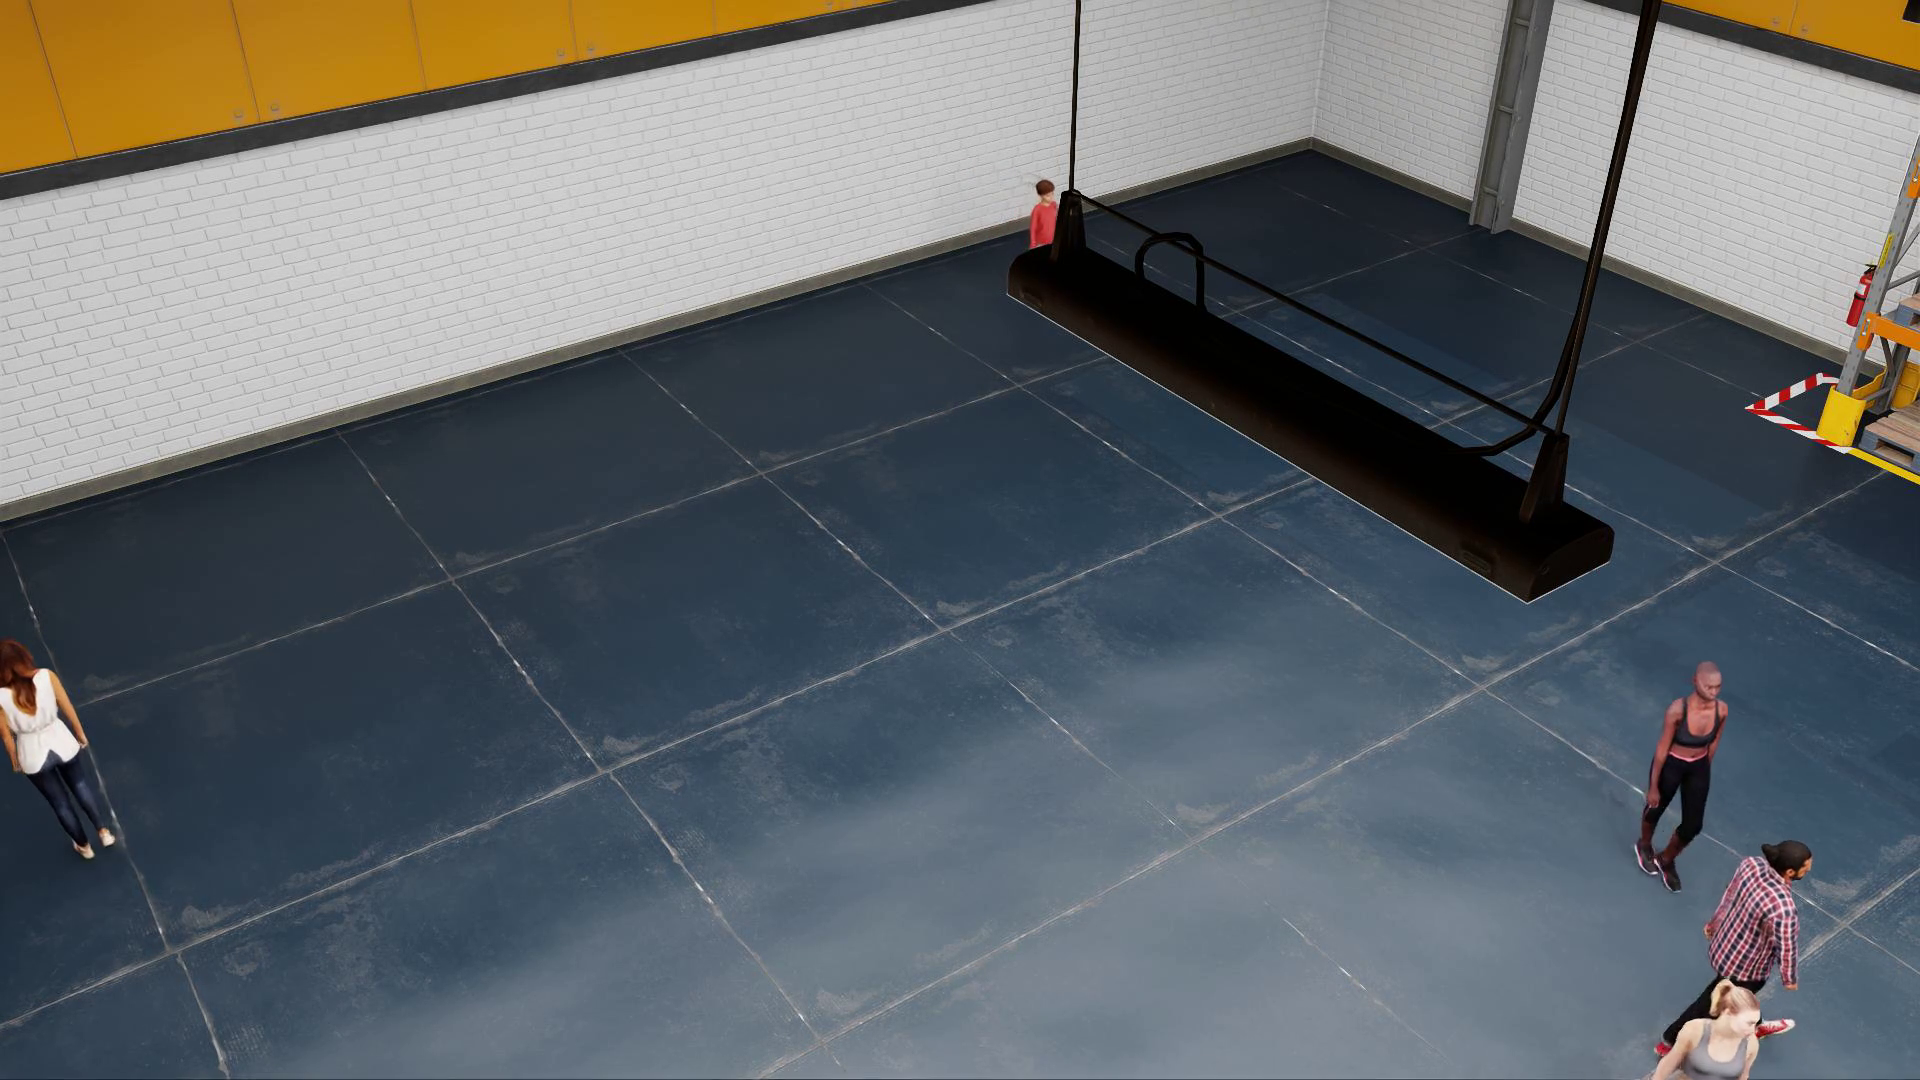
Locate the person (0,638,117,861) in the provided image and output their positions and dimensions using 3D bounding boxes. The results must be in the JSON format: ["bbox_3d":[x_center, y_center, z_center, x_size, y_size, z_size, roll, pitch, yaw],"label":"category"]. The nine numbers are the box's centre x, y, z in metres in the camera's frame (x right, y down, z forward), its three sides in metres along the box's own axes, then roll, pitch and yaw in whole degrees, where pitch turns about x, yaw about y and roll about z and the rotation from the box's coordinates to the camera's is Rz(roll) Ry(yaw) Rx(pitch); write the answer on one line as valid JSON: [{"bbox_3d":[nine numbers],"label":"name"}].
[{"bbox_3d":[-5.896,1.437,10.830,0.686,1.772,0.664,26,41,33],"label":"person"}]

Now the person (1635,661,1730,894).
[{"bbox_3d":[4.646,1.448,10.843,0.770,1.740,0.841,0,34,-1],"label":"person"}]

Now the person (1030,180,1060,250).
[{"bbox_3d":[0.896,-3.304,18.311,0.596,1.386,0.921,-26,42,-34],"label":"person"}]

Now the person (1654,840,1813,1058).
[{"bbox_3d":[4.369,2.367,9.464,1.139,1.736,1.134,0,34,0],"label":"person"}]

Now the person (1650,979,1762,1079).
[{"bbox_3d":[3.767,2.913,8.688,0.722,1.685,0.778,12,36,18],"label":"person"}]
